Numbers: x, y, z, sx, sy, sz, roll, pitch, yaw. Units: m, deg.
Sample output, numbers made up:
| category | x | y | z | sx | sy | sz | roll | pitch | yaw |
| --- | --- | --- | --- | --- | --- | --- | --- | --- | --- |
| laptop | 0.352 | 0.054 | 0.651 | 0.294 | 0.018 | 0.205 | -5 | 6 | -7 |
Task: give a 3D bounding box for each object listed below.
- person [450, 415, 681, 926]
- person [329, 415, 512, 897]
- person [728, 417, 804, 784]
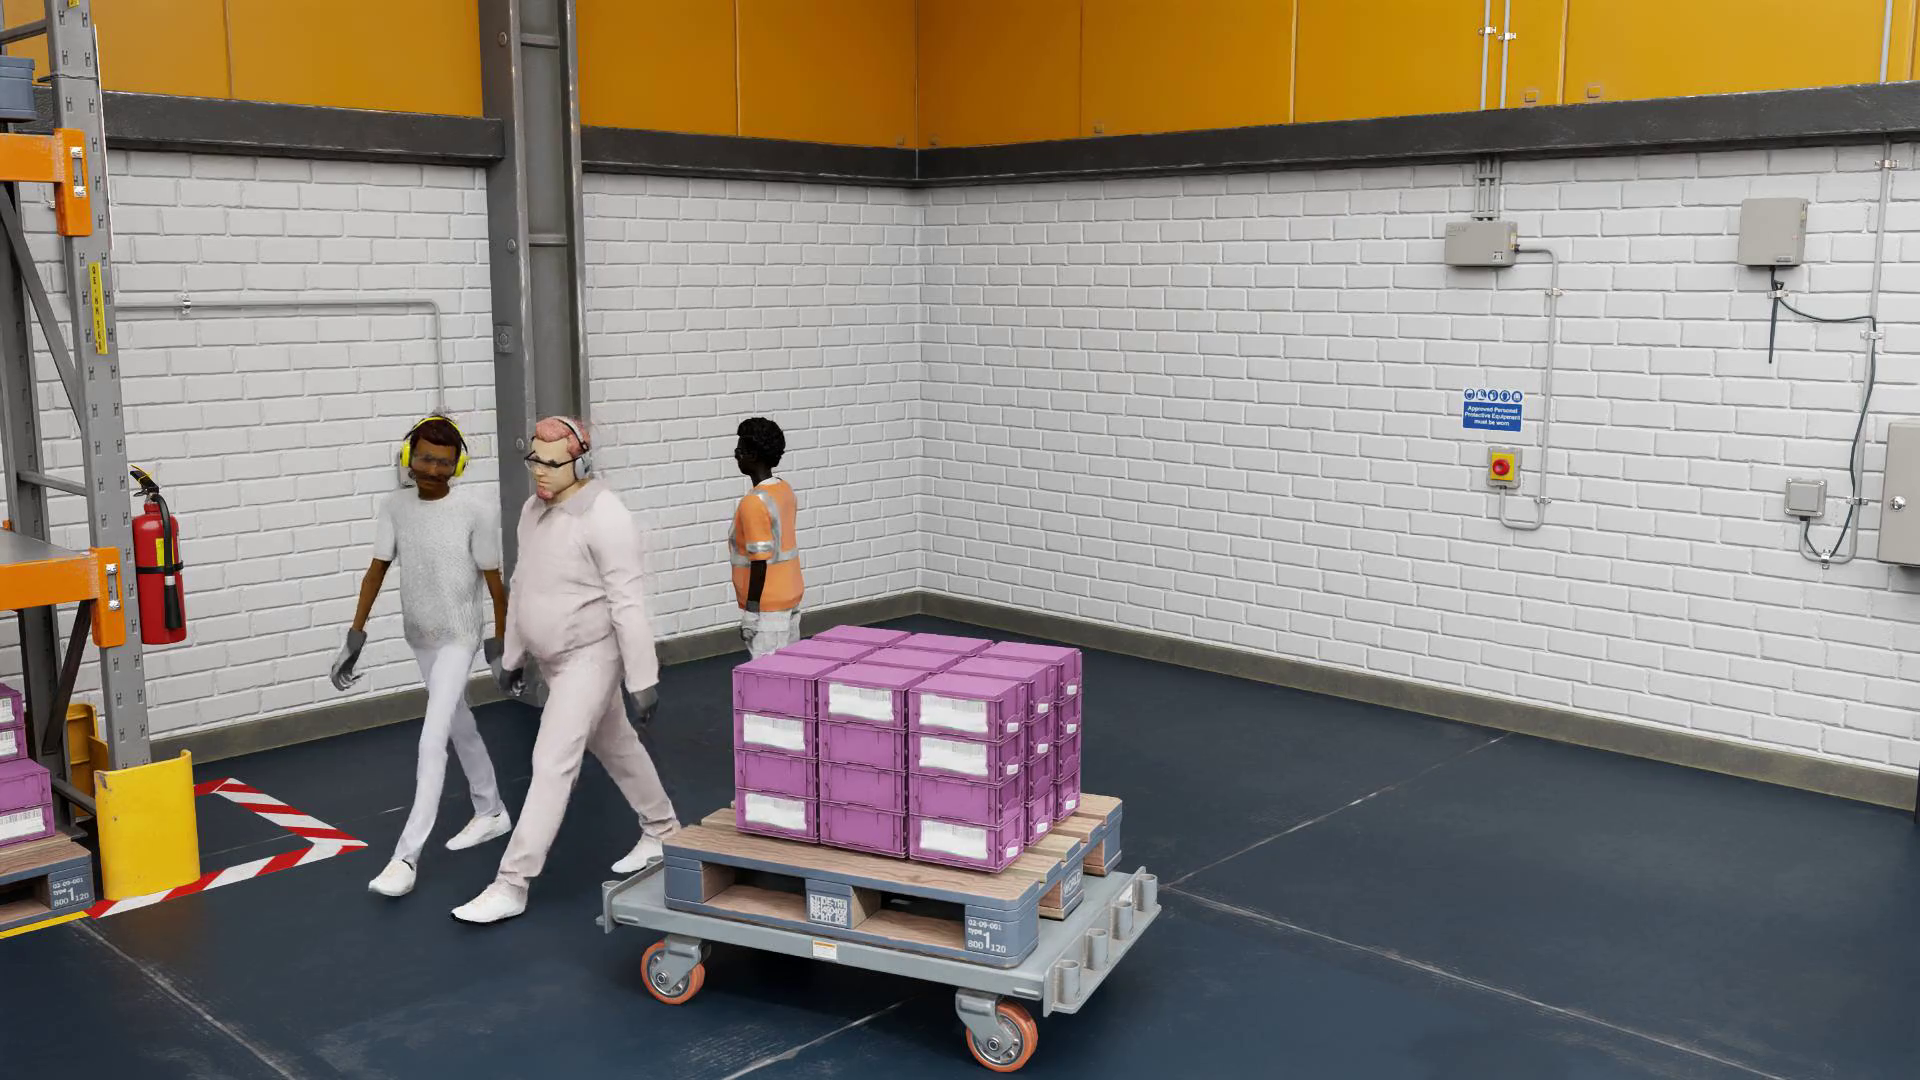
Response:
| category | x | y | z | sx | sy | sz | roll | pitch | yaw |
| --- | --- | --- | --- | --- | --- | --- | --- | --- | --- |
| person | -1.434 | 0.450 | 6.185 | 1.035 | 1.839 | 0.656 | -7 | 12 | -36 |
| person | -2.064 | 0.416 | 6.459 | 0.586 | 1.808 | 0.935 | 4 | 10 | 23 |
| person | -0.886 | 0.285 | 7.614 | 0.322 | 1.697 | 0.531 | 2 | 9 | 9 |
